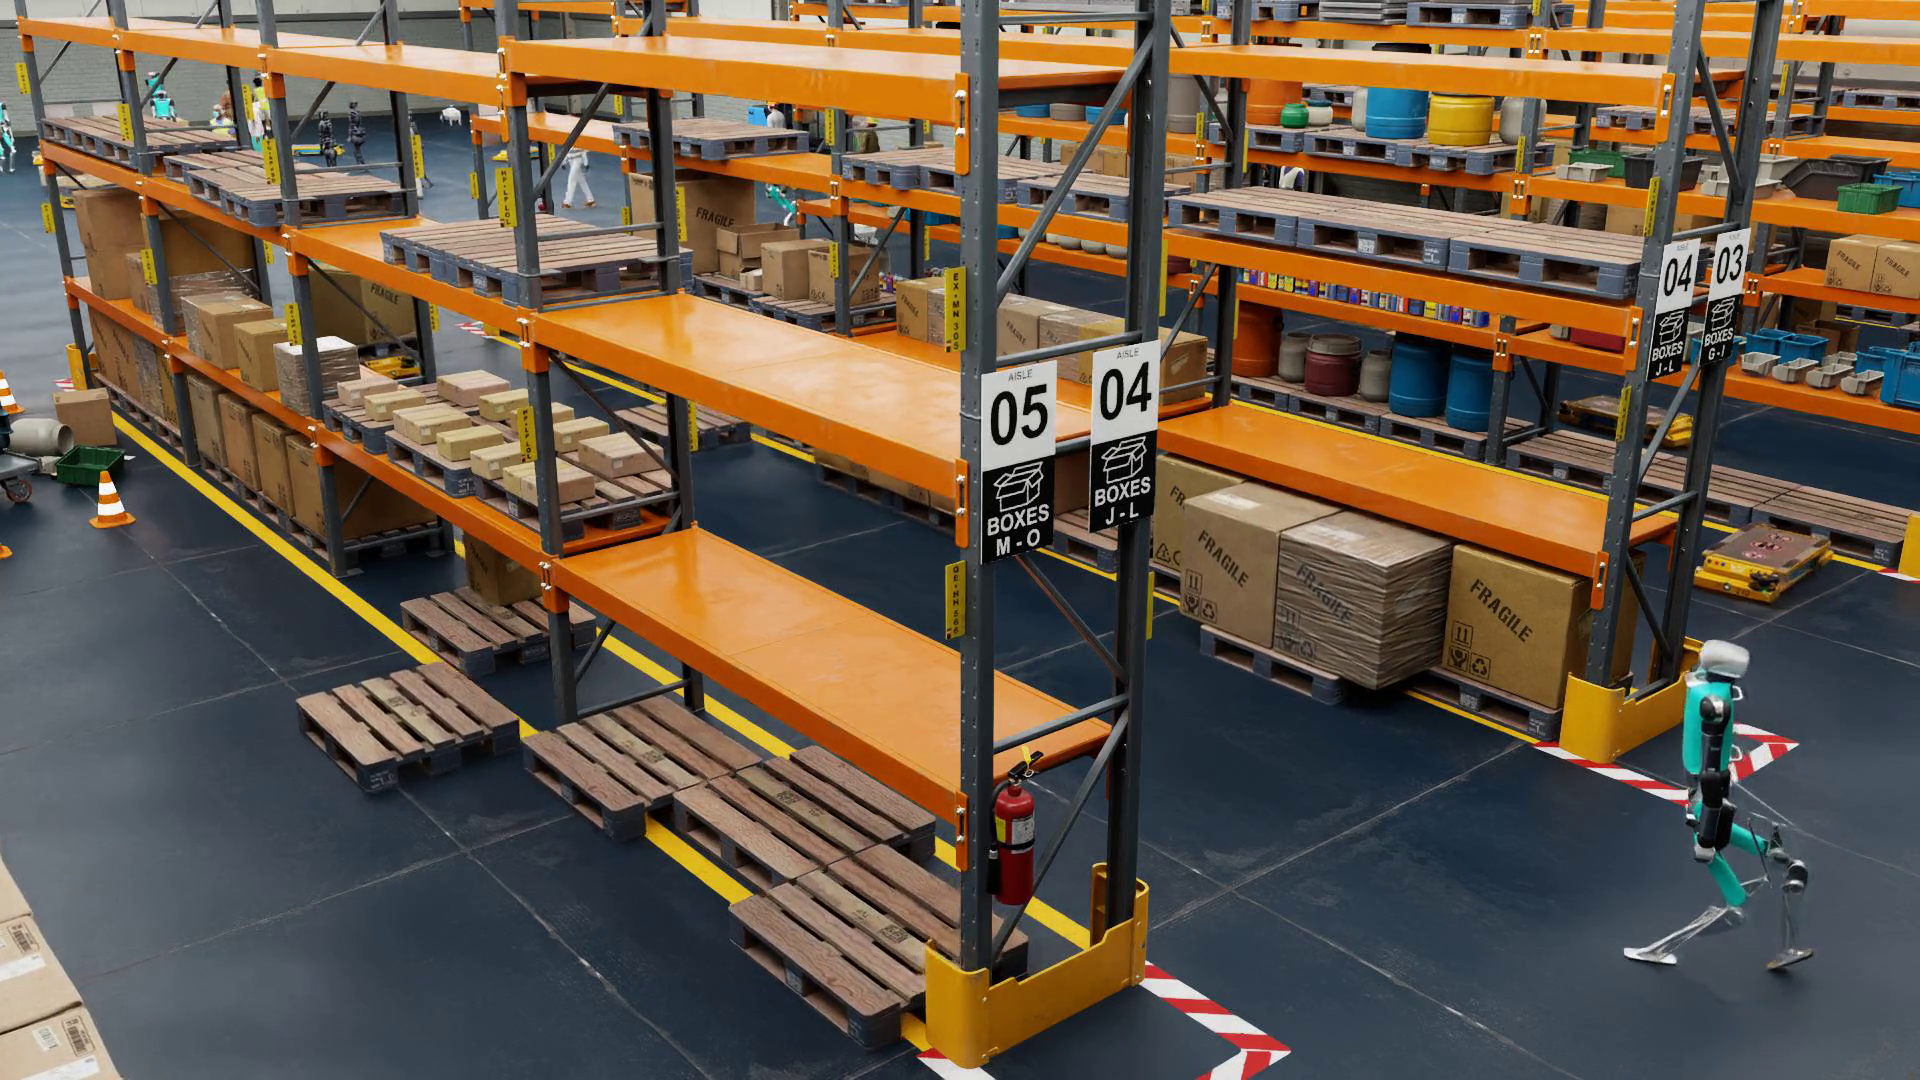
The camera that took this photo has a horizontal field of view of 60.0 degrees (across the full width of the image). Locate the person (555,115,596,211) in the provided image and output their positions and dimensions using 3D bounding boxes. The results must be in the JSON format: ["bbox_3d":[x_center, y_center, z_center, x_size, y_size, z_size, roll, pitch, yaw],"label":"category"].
[{"bbox_3d":[-7.592,-7.413,32.658,0.980,1.834,0.605,-15,25,-37],"label":"person"}]

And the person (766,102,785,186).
[{"bbox_3d":[-4.003,-8.635,36.079,0.385,1.889,0.572,13,23,33],"label":"person"}]

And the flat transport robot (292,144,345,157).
[{"bbox_3d":[-16.278,-9.800,41.827,1.431,0.231,0.659,-3,20,-8],"label":"flat transport robot"}]

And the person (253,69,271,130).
[{"bbox_3d":[-20.007,-12.723,47.720,0.399,1.879,0.496,-10,21,-25],"label":"person"}]

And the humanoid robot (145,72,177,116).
[{"bbox_3d":[-22.178,-12.140,46.253,0.558,1.737,1.015,4,20,10],"label":"humanoid robot"}]

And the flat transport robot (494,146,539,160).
[{"bbox_3d":[-10.771,-9.538,41.082,0.659,0.231,1.431,11,22,28],"label":"flat transport robot"}]

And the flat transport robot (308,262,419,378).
[{"bbox_3d":[-7.188,-2.168,20.106,0.659,0.231,1.431,-18,26,-41],"label":"flat transport robot"}]

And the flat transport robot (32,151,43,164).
[{"bbox_3d":[-22.145,-9.293,40.383,0.659,0.231,1.431,-10,22,-26],"label":"flat transport robot"}]

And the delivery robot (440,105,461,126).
[{"bbox_3d":[-15.090,-12.590,49.353,0.499,0.606,0.807,-12,23,-31],"label":"delivery robot"}]

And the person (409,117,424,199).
[{"bbox_3d":[-11.286,-7.876,34.119,0.378,1.745,0.544,-9,21,-23],"label":"person"}]

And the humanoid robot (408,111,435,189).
[{"bbox_3d":[-11.613,-8.369,35.669,0.542,1.630,0.609,-5,20,-15],"label":"humanoid robot"}]

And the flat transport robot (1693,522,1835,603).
[{"bbox_3d":[6.488,0.171,13.451,0.659,0.231,1.431,18,26,42],"label":"flat transport robot"}]

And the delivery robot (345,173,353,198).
[{"bbox_3d":[-12.467,-7.177,33.955,0.499,0.611,0.814,7,21,19],"label":"delivery robot"}]

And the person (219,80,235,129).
[{"bbox_3d":[-18.513,-10.798,42.315,0.795,1.823,0.537,-15,24,-36],"label":"person"}]

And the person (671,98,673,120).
[{"bbox_3d":[-7.153,-10.083,40.121,0.491,1.937,0.972,-5,20,-15],"label":"person"}]

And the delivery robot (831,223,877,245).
[{"bbox_3d":[-1.806,-5.273,28.535,0.812,0.609,0.499,-16,25,-38],"label":"delivery robot"}]

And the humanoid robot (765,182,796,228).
[{"bbox_3d":[-3.083,-6.187,29.455,0.826,1.867,0.550,-18,26,-42],"label":"humanoid robot"}]

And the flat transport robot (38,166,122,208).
[{"bbox_3d":[-17.532,-6.856,33.447,0.659,0.231,1.431,7,20,18],"label":"flat transport robot"}]

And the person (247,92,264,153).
[{"bbox_3d":[-15.786,-9.083,37.305,0.350,1.914,0.498,-12,23,-31],"label":"person"}]

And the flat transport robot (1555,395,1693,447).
[{"bbox_3d":[7.078,-1.263,17.532,0.659,0.231,1.431,-13,23,-33],"label":"flat transport robot"}]

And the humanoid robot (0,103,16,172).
[{"bbox_3d":[-21.952,-9.251,38.035,0.577,1.740,0.957,-13,23,-33],"label":"humanoid robot"}]

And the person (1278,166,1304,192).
[{"bbox_3d":[5.377,-5.487,27.173,0.381,1.844,0.569,-8,21,-22],"label":"person"}]

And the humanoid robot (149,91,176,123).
[{"bbox_3d":[-18.699,-9.609,39.243,0.547,1.913,0.722,-13,23,-33],"label":"humanoid robot"}]

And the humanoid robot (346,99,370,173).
[{"bbox_3d":[-13.906,-9.286,38.253,0.509,1.646,0.598,3,20,8],"label":"humanoid robot"}]

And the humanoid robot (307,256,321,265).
[{"bbox_3d":[-7.505,-2.878,19.999,0.547,1.814,0.775,-12,23,-30],"label":"humanoid robot"}]

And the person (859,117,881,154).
[{"bbox_3d":[-1.771,-7.756,33.826,0.936,1.700,0.560,9,21,23],"label":"person"}]

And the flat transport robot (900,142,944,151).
[{"bbox_3d":[-0.785,-7.732,35.942,0.659,0.231,1.431,-8,21,-22],"label":"flat transport robot"}]

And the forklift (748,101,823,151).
[{"bbox_3d":[-4.526,-11.368,42.374,1.129,2.768,1.873,-15,24,-37],"label":"forklift"}]

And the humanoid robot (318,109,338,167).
[{"bbox_3d":[-13.587,-8.429,35.779,0.599,1.657,0.315,18,26,42],"label":"humanoid robot"}]

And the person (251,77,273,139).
[{"bbox_3d":[-18.848,-11.645,44.957,0.552,1.665,0.400,-7,20,-18],"label":"person"}]

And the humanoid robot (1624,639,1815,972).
[{"bbox_3d":[3.840,1.346,7.947,1.004,1.772,0.531,6,20,16],"label":"humanoid robot"}]

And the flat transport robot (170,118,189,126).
[{"bbox_3d":[-19.491,-9.580,41.200,1.431,0.231,0.659,-18,26,-41],"label":"flat transport robot"}]

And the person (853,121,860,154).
[{"bbox_3d":[-2.089,-7.432,32.929,0.882,1.684,0.520,4,20,10],"label":"person"}]

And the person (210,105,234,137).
[{"bbox_3d":[-15.376,-8.164,34.802,0.547,1.844,0.990,2,19,7],"label":"person"}]
